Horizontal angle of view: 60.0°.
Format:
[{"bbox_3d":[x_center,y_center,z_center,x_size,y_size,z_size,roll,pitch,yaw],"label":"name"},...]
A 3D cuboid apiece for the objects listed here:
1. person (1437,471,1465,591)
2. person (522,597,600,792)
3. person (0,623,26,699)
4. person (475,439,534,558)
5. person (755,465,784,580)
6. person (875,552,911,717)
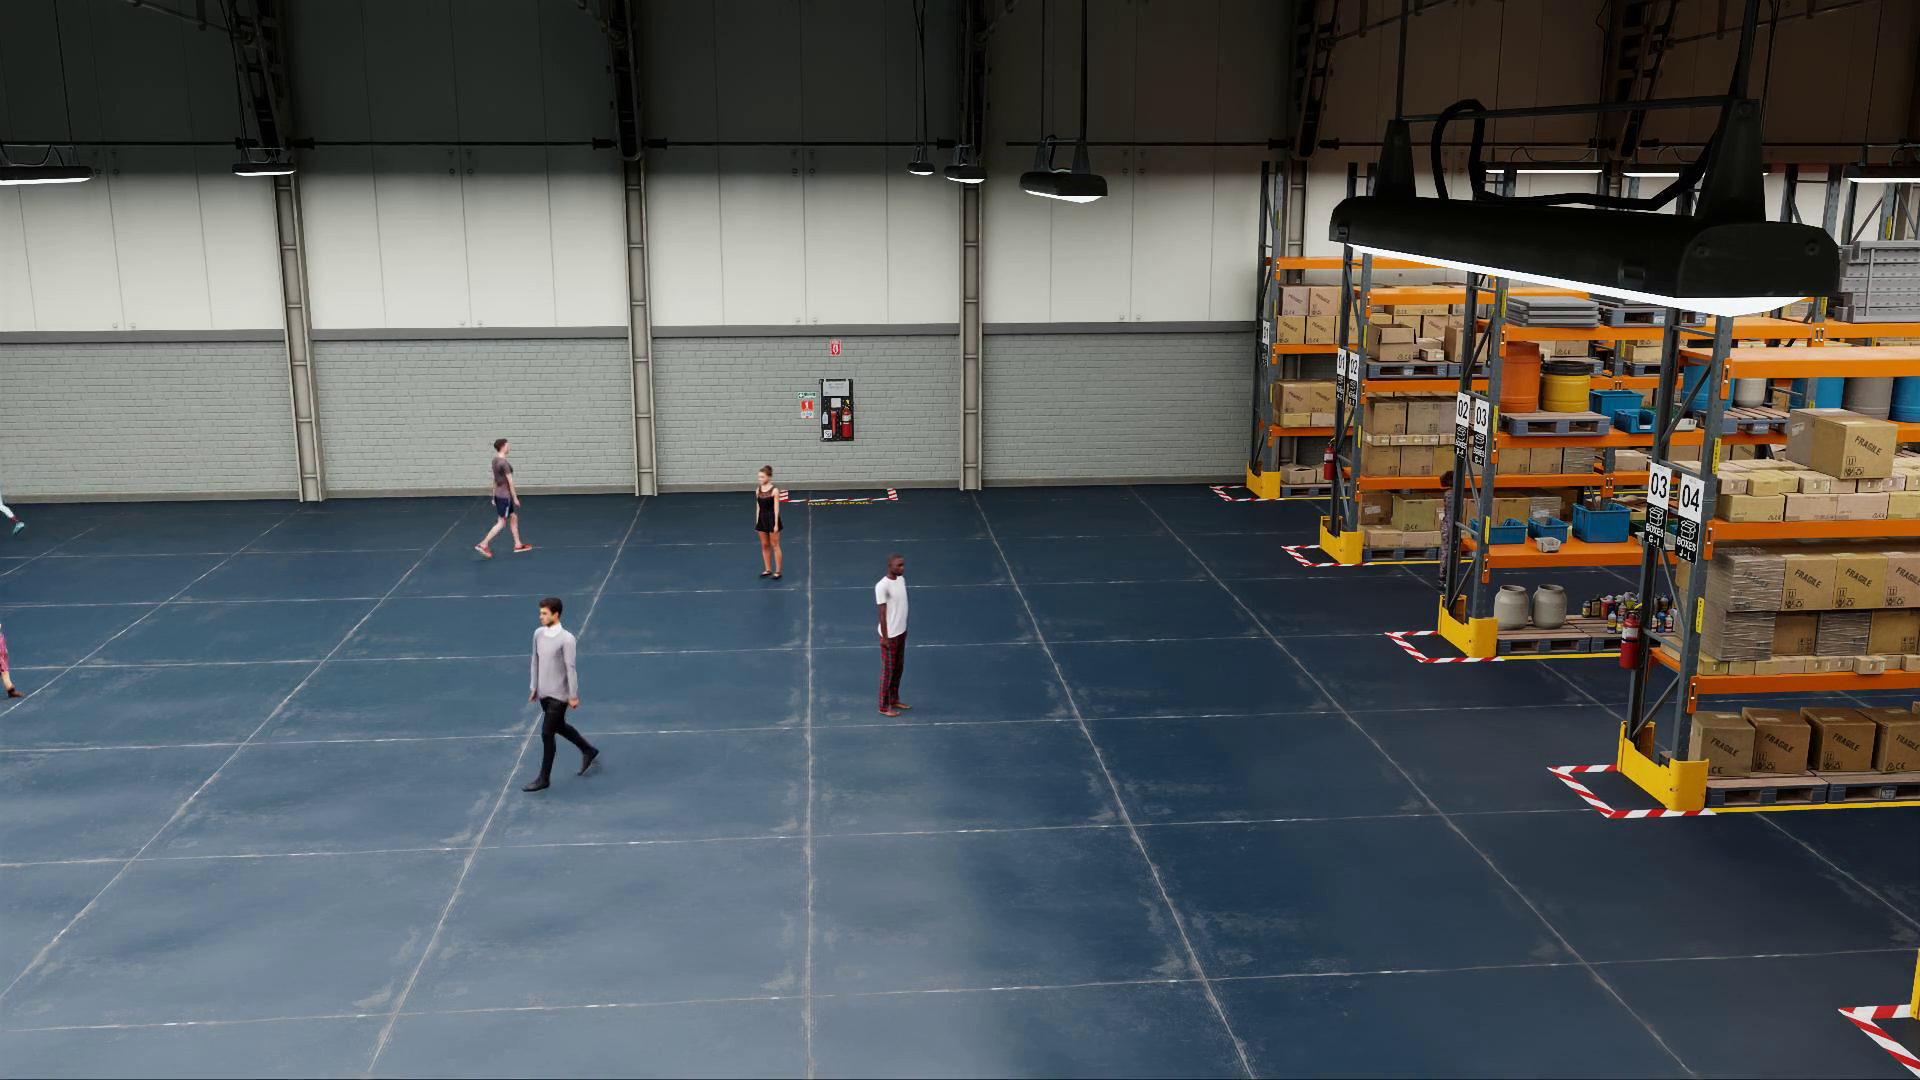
[{"bbox_3d":[7.039,-0.148,23.911,0.729,1.708,0.686,7,15,28],"label":"person"},{"bbox_3d":[-3.918,1.475,16.420,1.234,1.924,1.314,12,18,41],"label":"person"},{"bbox_3d":[-11.067,1.339,19.032,0.764,1.011,0.527,-4,14,-18],"label":"person"},{"bbox_3d":[-7.133,-0.619,25.705,1.254,1.816,1.032,-9,16,-34],"label":"person"},{"bbox_3d":[-2.808,-0.269,24.492,0.674,1.681,0.752,8,15,31],"label":"person"},{"bbox_3d":[-0.763,1.027,18.557,0.723,1.834,0.732,6,14,25],"label":"person"}]
